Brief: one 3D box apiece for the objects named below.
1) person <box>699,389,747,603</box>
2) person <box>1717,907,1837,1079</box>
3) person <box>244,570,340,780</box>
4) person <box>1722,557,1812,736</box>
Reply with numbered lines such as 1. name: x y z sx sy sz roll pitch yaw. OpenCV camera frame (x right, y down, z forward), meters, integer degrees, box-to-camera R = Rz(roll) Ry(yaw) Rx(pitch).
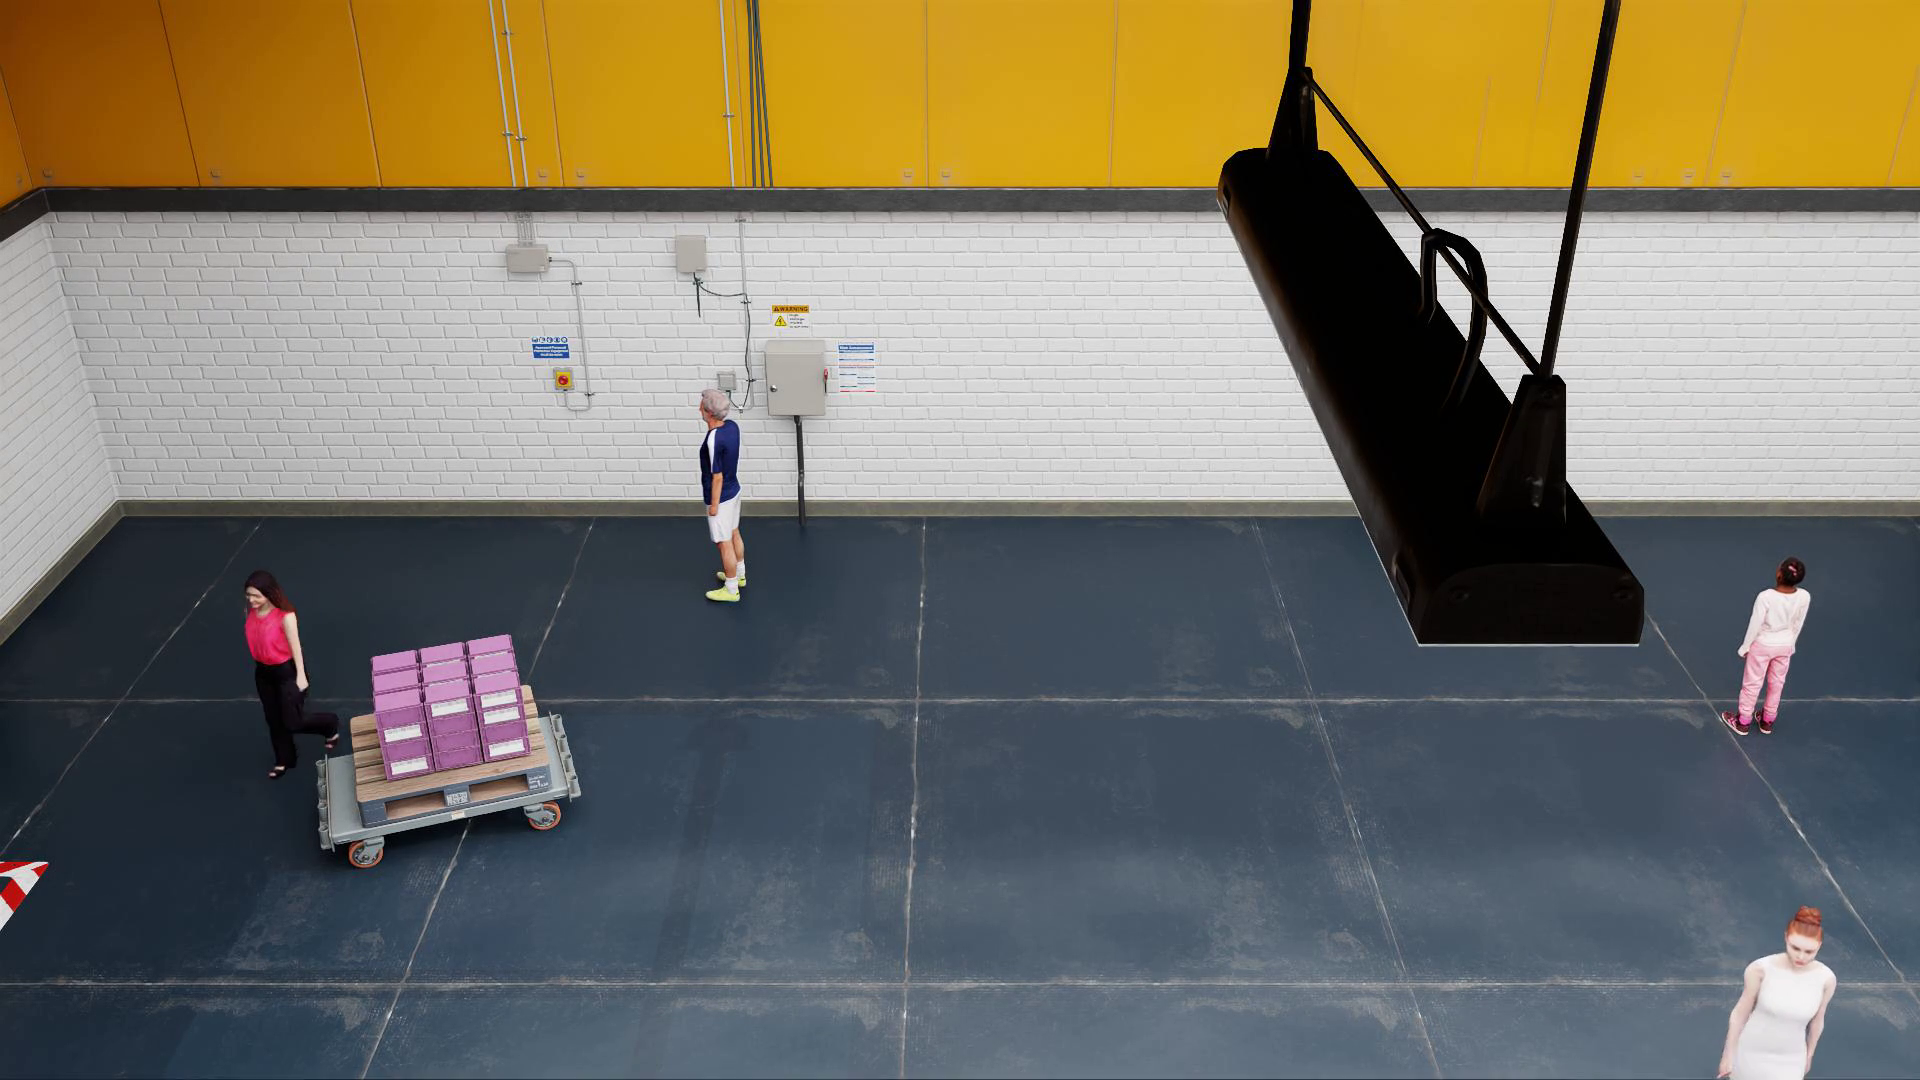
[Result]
1. person: -1.933 -0.376 13.508 0.726 1.838 0.537 4 29 8
2. person: 4.021 2.499 8.302 0.725 1.776 0.852 9 30 17
3. person: -4.584 0.900 11.371 0.770 1.645 0.859 14 31 24
4. person: 5.798 0.743 11.871 0.542 1.442 0.501 -1 29 -2
